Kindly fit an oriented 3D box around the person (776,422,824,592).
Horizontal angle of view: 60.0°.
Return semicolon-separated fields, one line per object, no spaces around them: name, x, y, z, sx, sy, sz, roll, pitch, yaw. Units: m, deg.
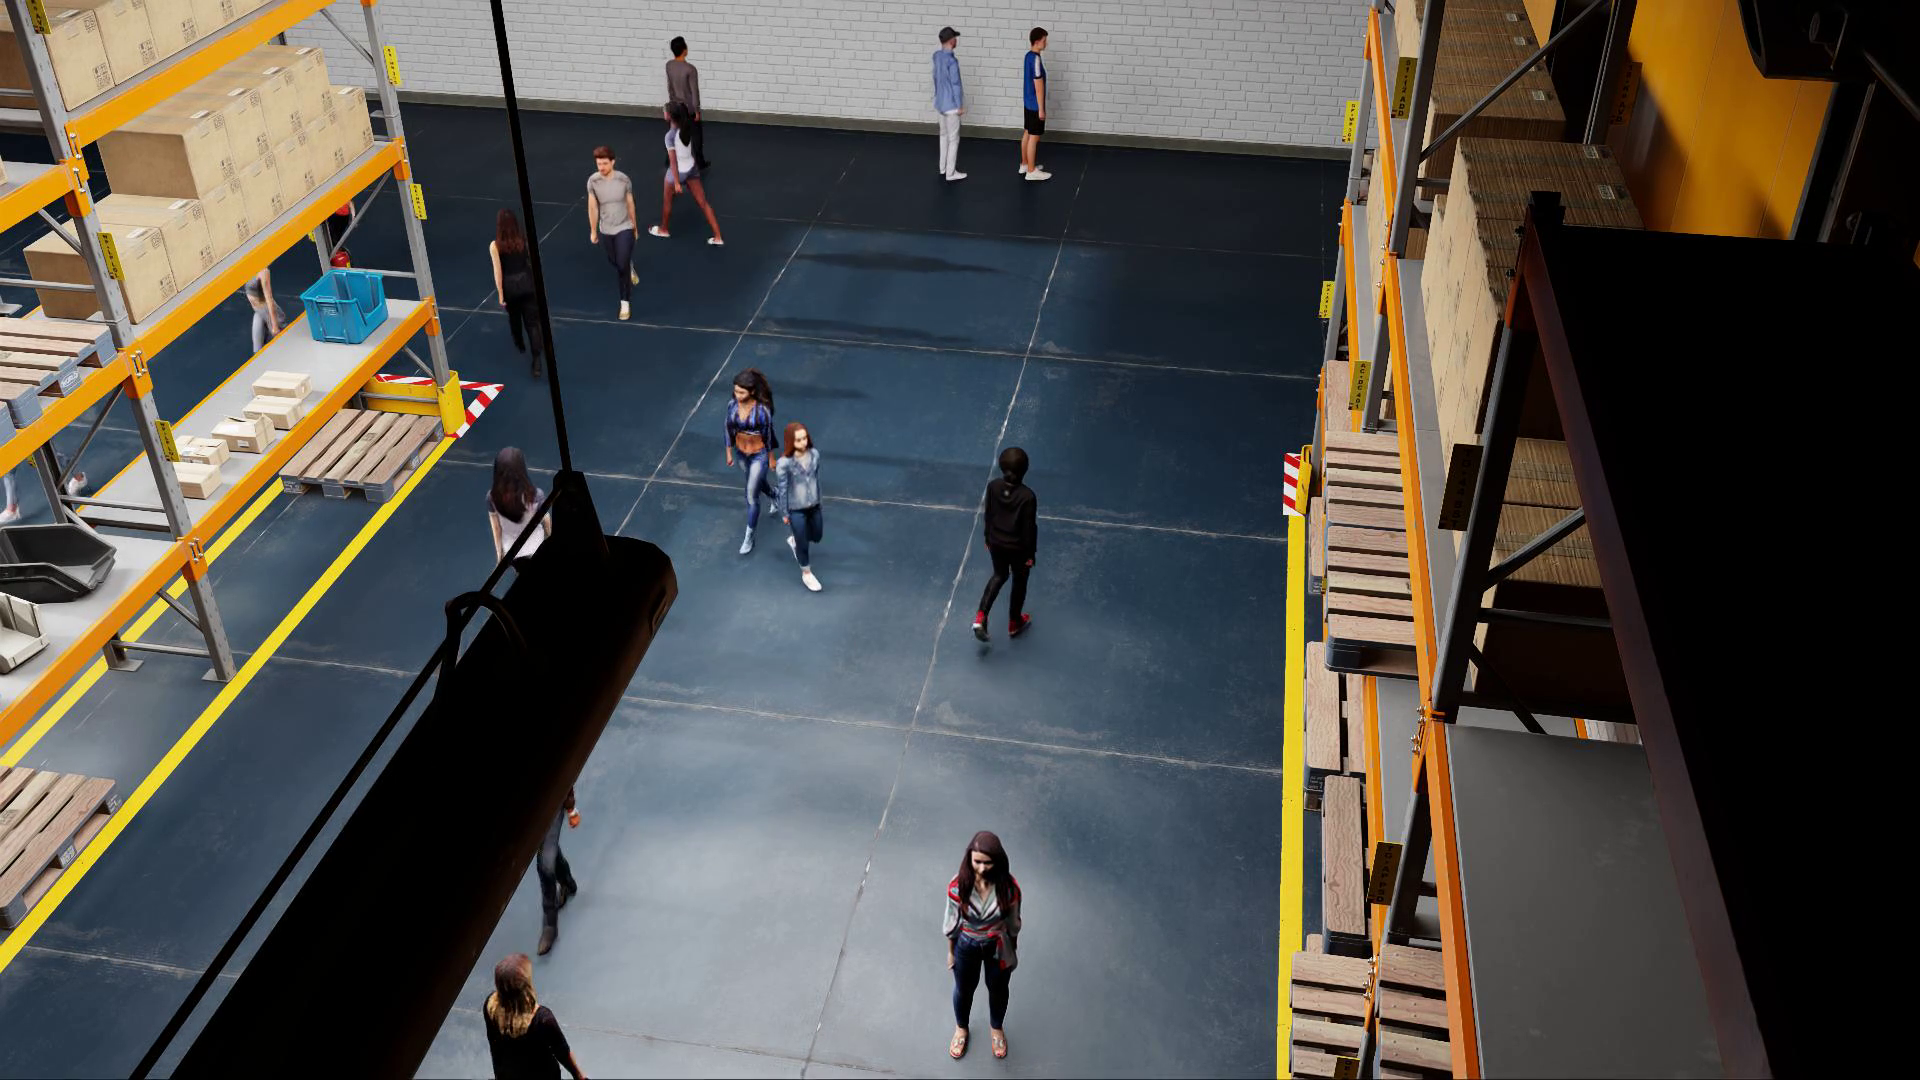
person;-1.297;-0.300;13.306;0.805;1.466;0.859;-23;40;-30

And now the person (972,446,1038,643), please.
person;0.342;0.072;12.569;0.814;1.662;0.978;20;39;28

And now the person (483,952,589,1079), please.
person;-2.223;2.813;8.470;0.764;1.634;1.129;14;36;21

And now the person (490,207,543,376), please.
person;-4.302;-2.402;16.307;1.028;1.645;1.210;-14;36;-20

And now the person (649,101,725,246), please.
person;-3.051;-4.078;18.813;0.976;1.661;1.278;17;37;24

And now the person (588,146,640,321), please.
person;-3.577;-3.289;17.463;0.771;1.842;1.167;0;34;0

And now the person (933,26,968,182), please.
person;-0.143;-5.403;20.604;0.820;1.886;0.742;-18;37;-24

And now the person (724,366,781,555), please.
person;-1.688;-0.723;13.832;0.791;1.588;1.105;14;36;20

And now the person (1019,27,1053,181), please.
person;0.915;-5.436;20.671;0.796;1.866;0.665;-8;34;-12

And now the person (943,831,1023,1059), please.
person;0.128;2.263;9.316;0.621;1.614;0.564;0;34;0

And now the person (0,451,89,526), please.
person;-7.937;-0.991;14.173;0.915;1.657;1.195;20;39;28

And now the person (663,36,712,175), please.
person;-3.466;-5.318;20.604;1.177;1.743;0.891;6;34;10

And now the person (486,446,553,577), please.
person;-3.282;0.112;12.498;0.782;1.674;1.143;-1;34;-2
